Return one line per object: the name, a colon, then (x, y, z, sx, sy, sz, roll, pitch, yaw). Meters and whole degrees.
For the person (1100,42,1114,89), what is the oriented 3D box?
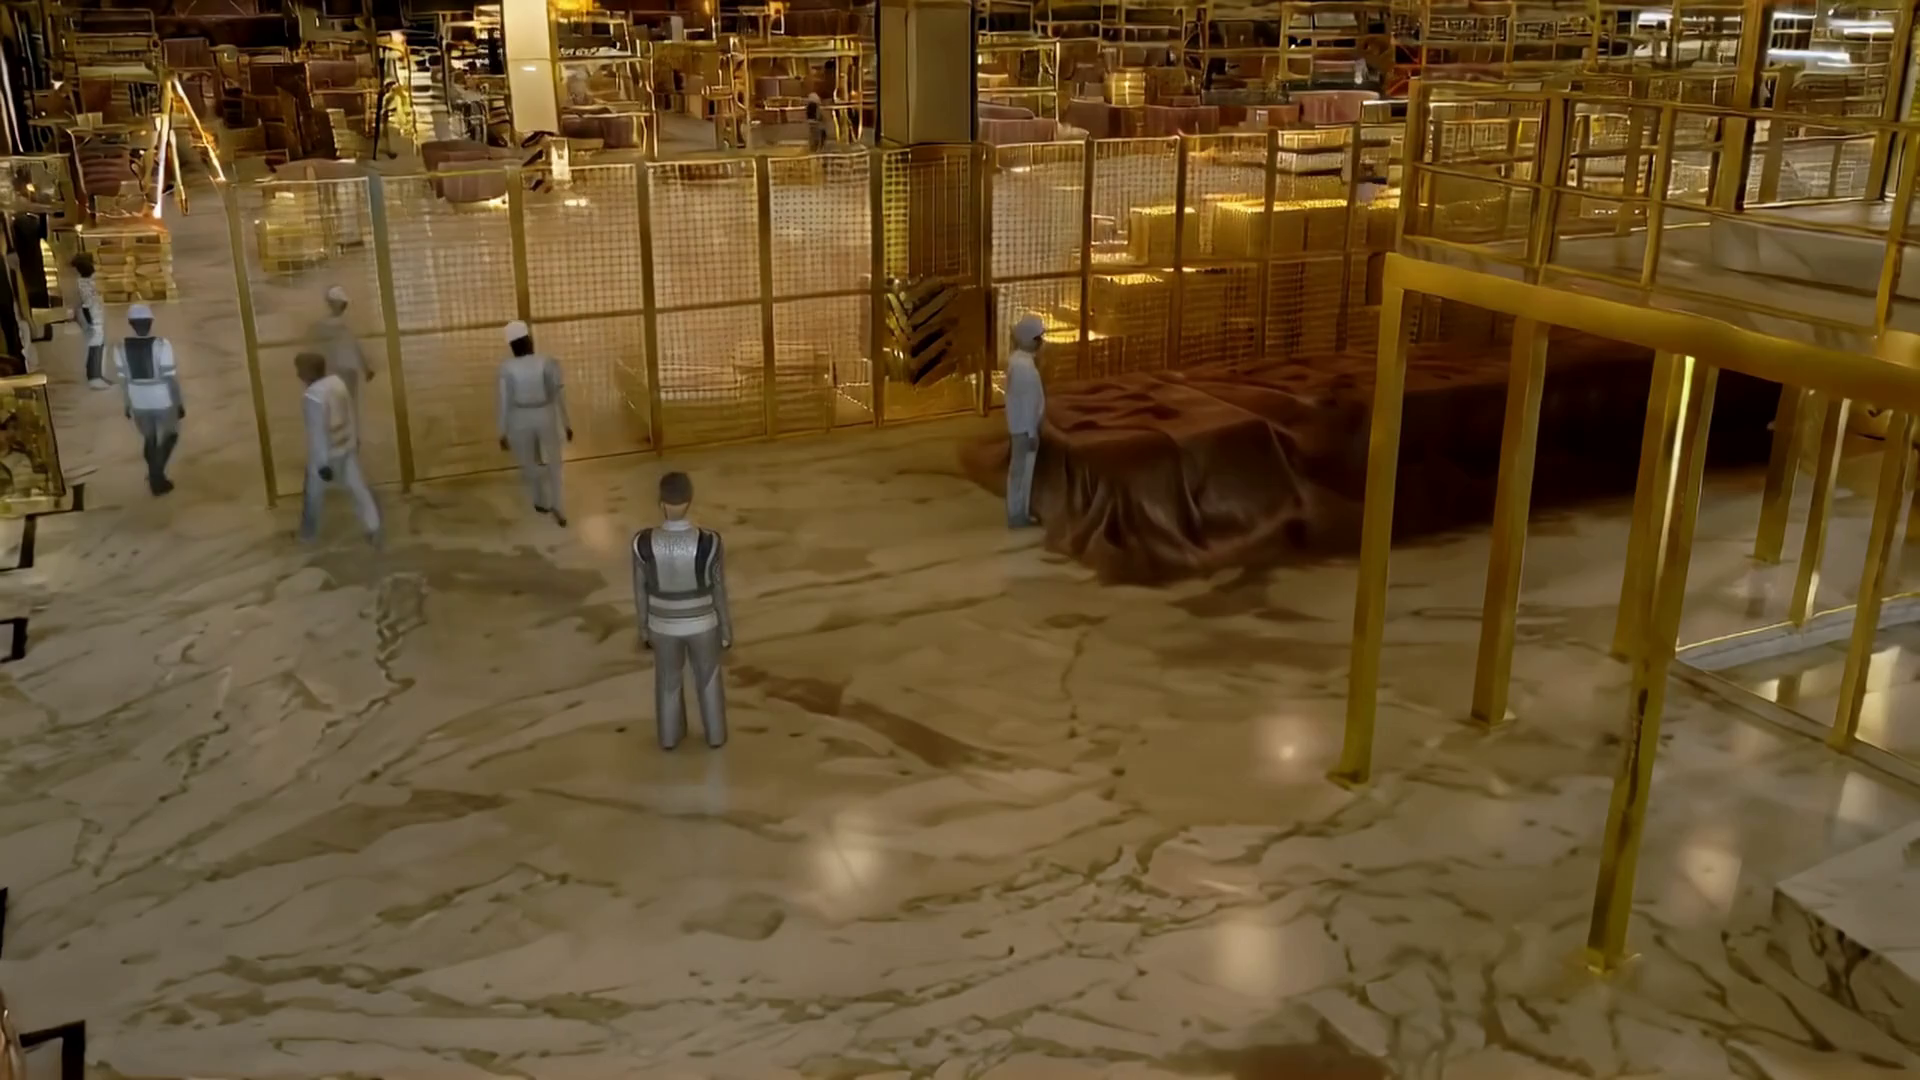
person: (6.235, -20.064, 70.305, 0.637, 1.916, 0.851, -18, 26, -42)

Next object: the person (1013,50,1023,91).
person: (2.349, -19.414, 68.437, 0.503, 1.892, 0.639, 0, 19, 1)

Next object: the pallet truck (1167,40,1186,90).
pallet truck: (9.045, -19.971, 69.895, 0.823, 1.965, 1.885, -3, 19, -8)

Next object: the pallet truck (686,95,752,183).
pallet truck: (-5.836, -9.608, 39.856, 0.823, 1.965, 1.885, 10, 22, 27)

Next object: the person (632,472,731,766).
person: (-1.754, 0.515, 10.586, 0.609, 1.948, 0.389, 0, 19, 0)

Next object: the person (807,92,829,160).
person: (-3.720, -10.809, 43.596, 0.447, 1.821, 0.660, -16, 25, -39)

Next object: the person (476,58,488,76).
person: (-17.544, -16.870, 61.289, 0.314, 1.744, 0.487, 15, 24, 37)

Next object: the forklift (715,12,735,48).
forklift: (-11.479, -24.544, 81.819, 1.873, 2.768, 1.129, 17, 25, 41)

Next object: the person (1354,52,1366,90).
person: (15.048, -17.415, 62.648, 0.483, 1.889, 0.666, -5, 20, -15)

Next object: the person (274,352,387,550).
person: (-5.565, -0.771, 14.555, 0.975, 1.787, 0.643, 4, 19, 12)

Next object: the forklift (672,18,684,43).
forklift: (-12.115, -21.127, 71.912, 1.873, 2.768, 1.129, -2, 19, -6)

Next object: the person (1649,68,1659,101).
person: (23.701, -15.312, 56.913, 0.887, 1.649, 0.537, 6, 20, 18)

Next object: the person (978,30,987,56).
person: (1.021, -24.047, 81.741, 0.625, 1.972, 0.475, 4, 20, 12)

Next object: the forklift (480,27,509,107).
forklift: (-16.857, -17.371, 61.027, 1.129, 2.768, 1.873, 14, 24, 35)

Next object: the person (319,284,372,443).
person: (-6.564, -1.832, 17.676, 0.535, 1.747, 0.645, 8, 20, 21)

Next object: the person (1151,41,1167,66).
person: (8.625, -20.456, 71.448, 1.042, 1.893, 0.639, -16, 25, -39)

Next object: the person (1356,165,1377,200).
person: (6.734, -5.355, 27.780, 0.529, 1.836, 0.941, -16, 25, -39)

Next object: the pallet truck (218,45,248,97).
pallet truck: (-28.879, -18.665, 66.111, 0.823, 1.965, 1.885, -3, 19, -9)

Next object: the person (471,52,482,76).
person: (-17.903, -17.210, 62.033, 0.917, 1.892, 0.657, 9, 21, 25)

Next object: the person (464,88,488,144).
person: (-12.823, -11.021, 44.135, 0.600, 1.871, 0.428, -11, 22, -29)

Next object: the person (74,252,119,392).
person: (-10.512, -2.638, 20.126, 0.367, 1.685, 0.534, -5, 20, -15)

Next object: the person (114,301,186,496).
person: (-7.788, -1.332, 15.999, 0.577, 1.908, 0.556, 0, 19, 1)

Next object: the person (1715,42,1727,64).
person: (32.977, -20.639, 72.088, 0.431, 1.825, 0.600, 3, 19, 8)

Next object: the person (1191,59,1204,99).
person: (8.794, -16.994, 61.719, 0.535, 1.697, 0.322, -9, 21, -24)

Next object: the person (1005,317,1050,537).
person: (0.598, -1.022, 14.971, 0.380, 1.995, 0.611, -4, 19, -11)

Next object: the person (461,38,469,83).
person: (-21.820, -21.197, 73.540, 0.354, 1.939, 0.545, -2, 19, -5)

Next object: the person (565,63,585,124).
person: (-12.548, -14.561, 54.308, 0.629, 1.936, 0.372, -2, 19, -6)

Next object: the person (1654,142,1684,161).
person: (13.146, -6.628, 31.148, 0.616, 2.041, 0.379, 10, 21, 27)

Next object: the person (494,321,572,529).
person: (-3.894, -1.047, 15.237, 0.654, 1.867, 0.907, -6, 20, -16)
